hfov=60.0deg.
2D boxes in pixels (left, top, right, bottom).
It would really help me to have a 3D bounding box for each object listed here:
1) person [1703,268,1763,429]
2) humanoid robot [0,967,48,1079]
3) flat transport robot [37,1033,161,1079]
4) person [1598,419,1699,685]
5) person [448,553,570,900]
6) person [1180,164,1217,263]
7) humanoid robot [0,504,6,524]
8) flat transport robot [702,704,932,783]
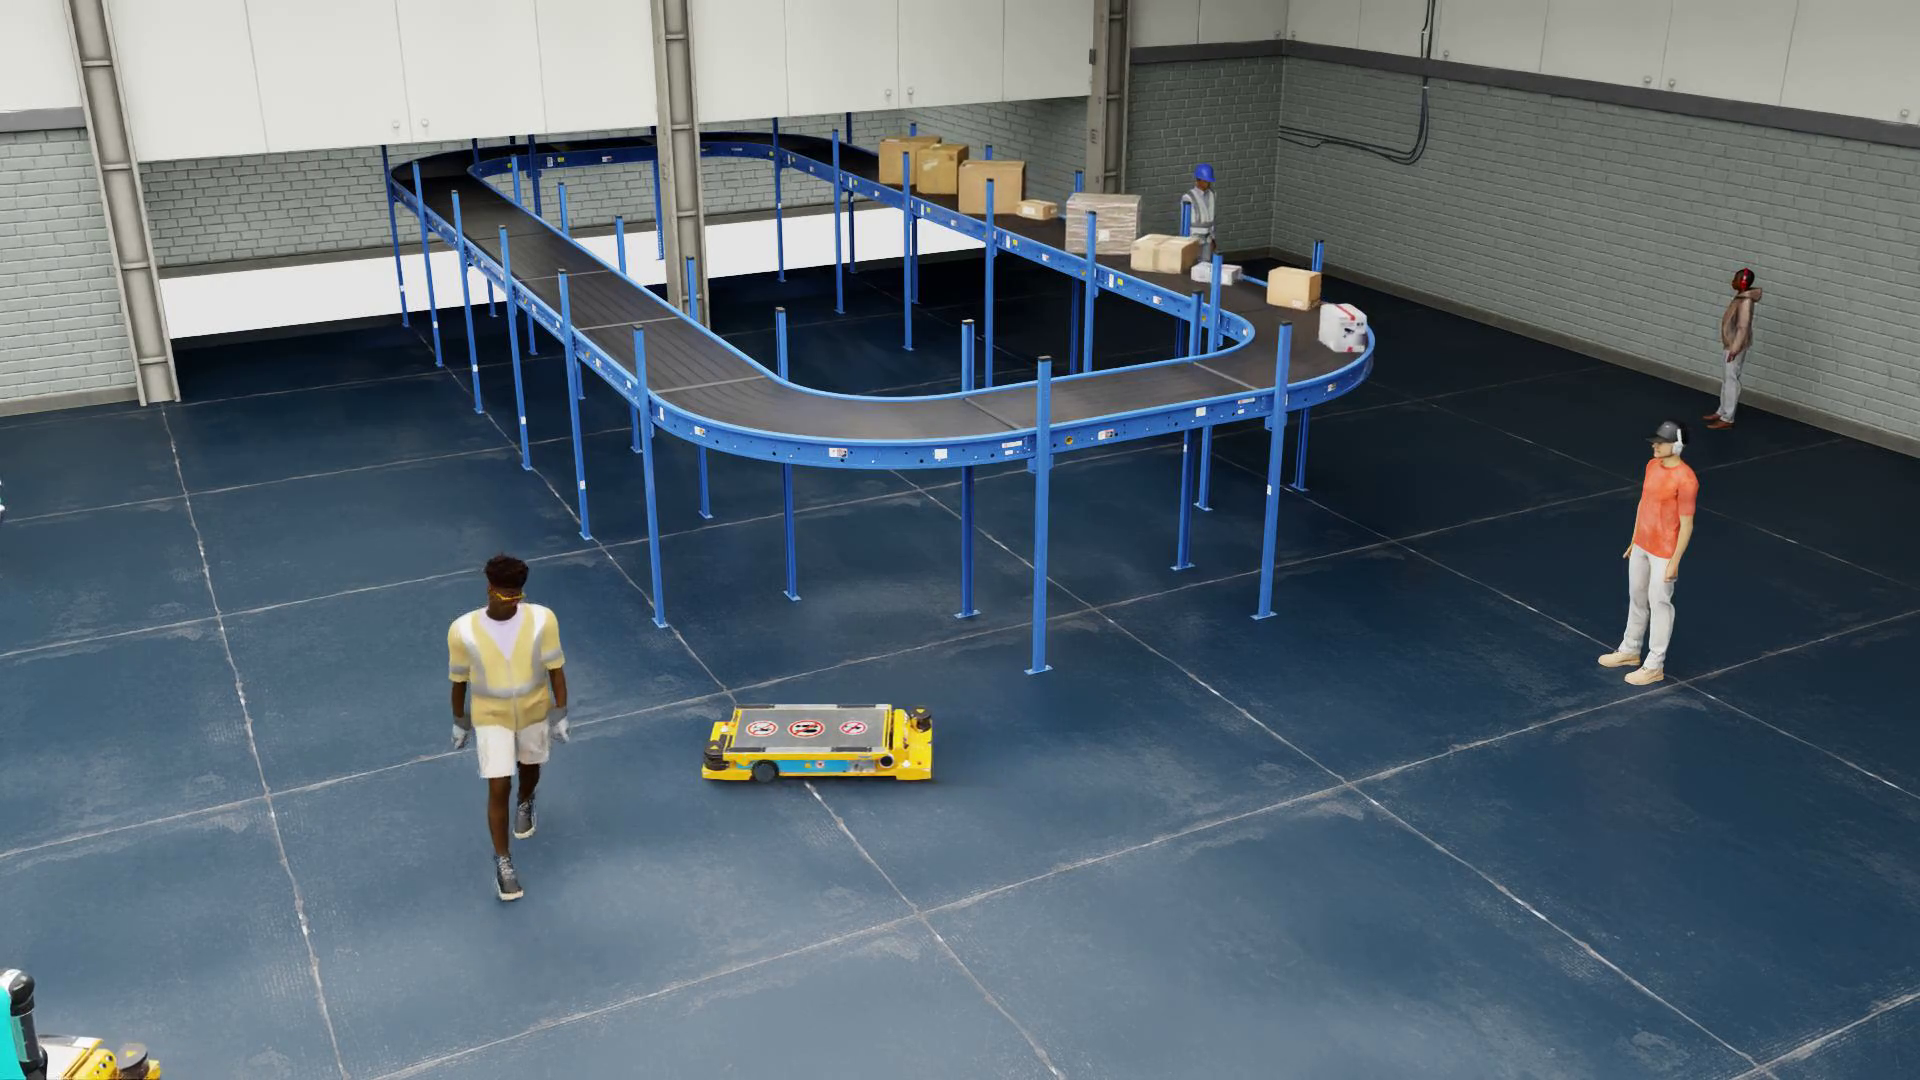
[{"bbox_3d":[7.833,-1.935,16.811,0.328,1.651,0.459,7,23,17],"label":"person"},{"bbox_3d":[-3.770,2.260,6.259,0.686,1.748,0.530,9,24,22],"label":"humanoid robot"},{"bbox_3d":[-4.511,2.543,7.589,1.431,0.231,0.659,2,22,5],"label":"flat transport robot"},{"bbox_3d":[4.780,0.077,11.497,0.401,1.910,0.482,-6,23,-14],"label":"person"},{"bbox_3d":[-2.534,0.957,9.332,0.666,1.916,0.905,-10,24,-22],"label":"person"},{"bbox_3d":[3.021,-3.791,21.035,0.613,1.935,0.421,-19,29,-38],"label":"person"},{"bbox_3d":[-8.002,-0.533,13.312,0.750,1.846,0.540,10,24,24],"label":"humanoid robot"},{"bbox_3d":[-0.898,1.301,10.660,1.431,0.231,0.659,0,22,0],"label":"flat transport robot"}]
